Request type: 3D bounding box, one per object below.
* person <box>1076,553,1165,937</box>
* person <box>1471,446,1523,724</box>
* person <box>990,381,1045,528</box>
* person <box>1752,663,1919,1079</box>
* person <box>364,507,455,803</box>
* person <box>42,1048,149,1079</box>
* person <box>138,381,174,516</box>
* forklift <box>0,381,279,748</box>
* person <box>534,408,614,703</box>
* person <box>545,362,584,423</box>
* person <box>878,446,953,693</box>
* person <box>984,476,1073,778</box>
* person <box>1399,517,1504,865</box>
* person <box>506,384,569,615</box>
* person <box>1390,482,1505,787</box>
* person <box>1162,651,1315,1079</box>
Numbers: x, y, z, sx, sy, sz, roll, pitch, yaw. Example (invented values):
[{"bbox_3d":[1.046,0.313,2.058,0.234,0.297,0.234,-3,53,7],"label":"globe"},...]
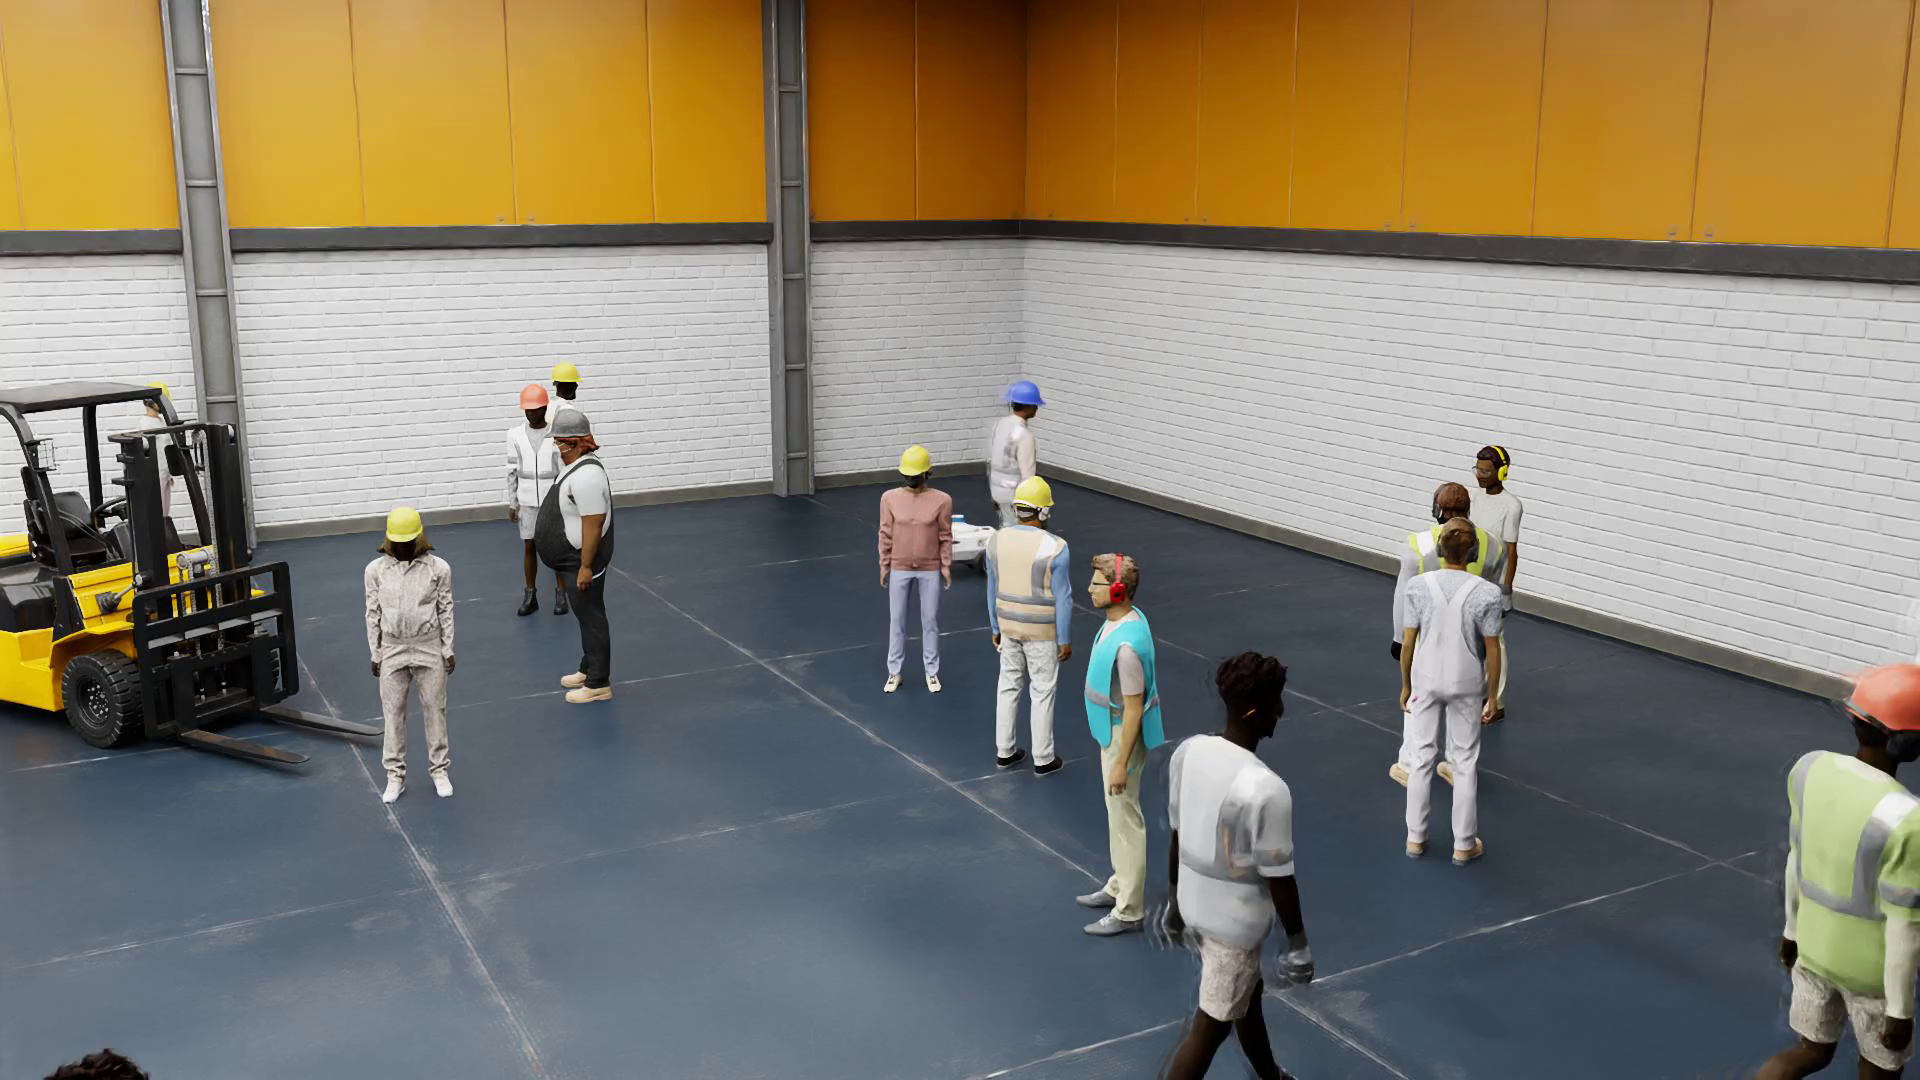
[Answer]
[{"bbox_3d":[0.770,0.965,7.892,0.392,1.847,0.563,0,12,1],"label":"person"},{"bbox_3d":[3.496,0.290,11.038,0.334,1.860,0.509,-3,12,-15],"label":"person"},{"bbox_3d":[0.507,-0.383,14.024,0.543,1.923,0.642,-4,13,-16],"label":"person"},{"bbox_3d":[2.914,1.381,5.546,0.788,2.020,0.617,-3,12,-13],"label":"person"},{"bbox_3d":[-3.164,0.656,9.608,0.485,1.736,0.308,-3,13,-16],"label":"person"},{"bbox_3d":[-1.612,1.902,3.237,0.600,1.959,0.375,-9,15,-35],"label":"person"},{"bbox_3d":[-7.380,-0.583,15.363,0.321,1.761,0.522,-3,12,-12],"label":"person"},{"bbox_3d":[-5.853,0.085,11.199,2.313,2.155,1.214,7,14,28],"label":"forklift"},{"bbox_3d":[-2.662,0.099,11.496,0.535,2.000,0.687,-3,13,-16],"label":"person"},{"bbox_3d":[-3.659,-0.690,15.467,0.382,1.924,0.594,-9,15,-36],"label":"person"},{"bbox_3d":[-0.312,0.209,11.647,0.523,1.761,0.328,0,12,1],"label":"person"},{"bbox_3d":[0.428,0.523,10.035,0.586,1.824,0.404,9,15,37],"label":"person"},{"bbox_3d":[2.565,0.789,8.725,0.516,1.843,0.325,6,13,27],"label":"person"},{"bbox_3d":[-3.462,-0.327,13.739,0.552,1.935,0.373,0,12,-2],"label":"person"},{"bbox_3d":[2.853,0.566,9.819,0.635,1.831,0.429,-2,12,-8],"label":"person"},{"bbox_3d":[1.019,1.333,6.021,0.929,1.917,0.613,-5,13,-22],"label":"person"}]
